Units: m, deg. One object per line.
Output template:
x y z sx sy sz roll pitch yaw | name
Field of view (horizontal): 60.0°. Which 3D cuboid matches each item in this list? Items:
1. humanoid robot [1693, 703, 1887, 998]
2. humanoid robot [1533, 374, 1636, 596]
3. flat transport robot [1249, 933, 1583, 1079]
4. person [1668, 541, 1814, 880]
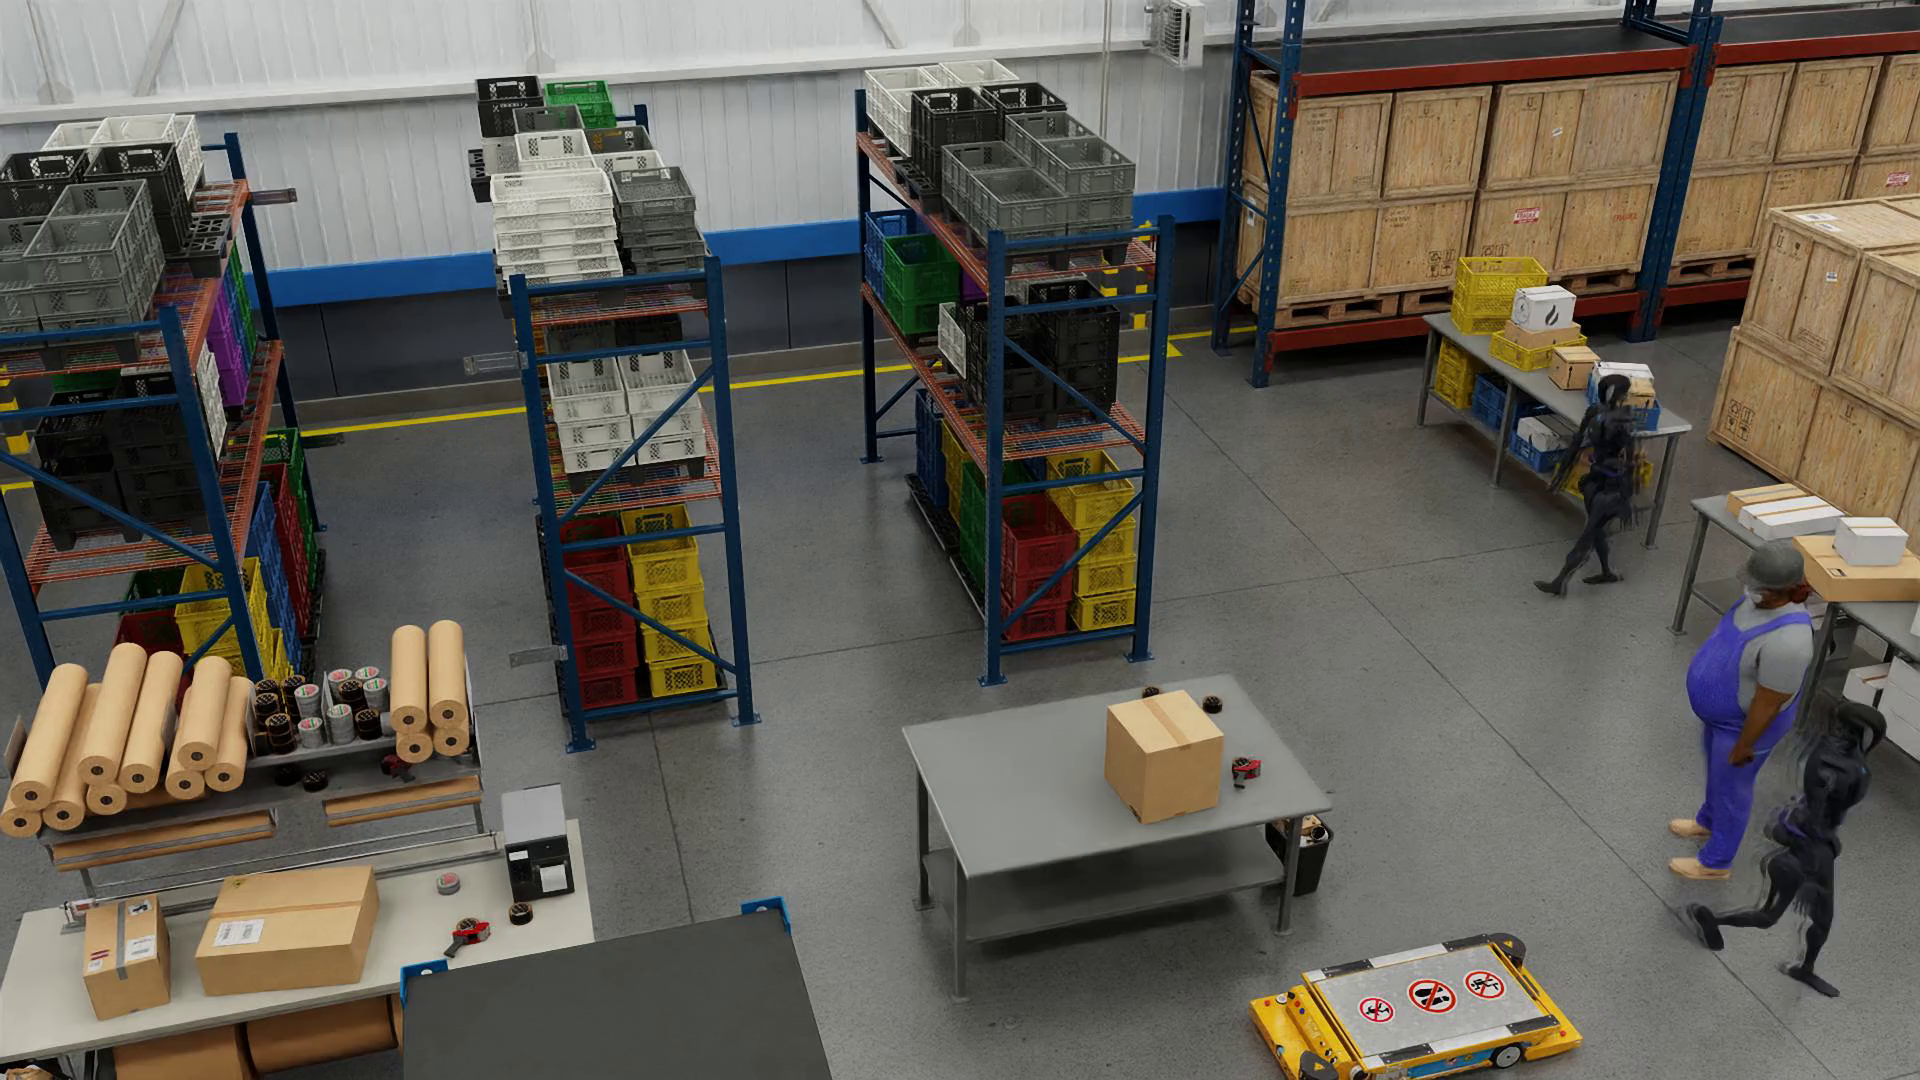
4.066 1.458 8.071 0.582 1.638 0.654 -19 34 -31 | humanoid robot
4.355 -0.370 11.406 0.759 1.622 0.621 -4 29 -8 | humanoid robot
2.184 2.282 7.980 1.431 0.197 0.652 -8 30 -14 | flat transport robot
4.091 0.866 8.748 0.536 2.000 0.683 7 30 13 | person
